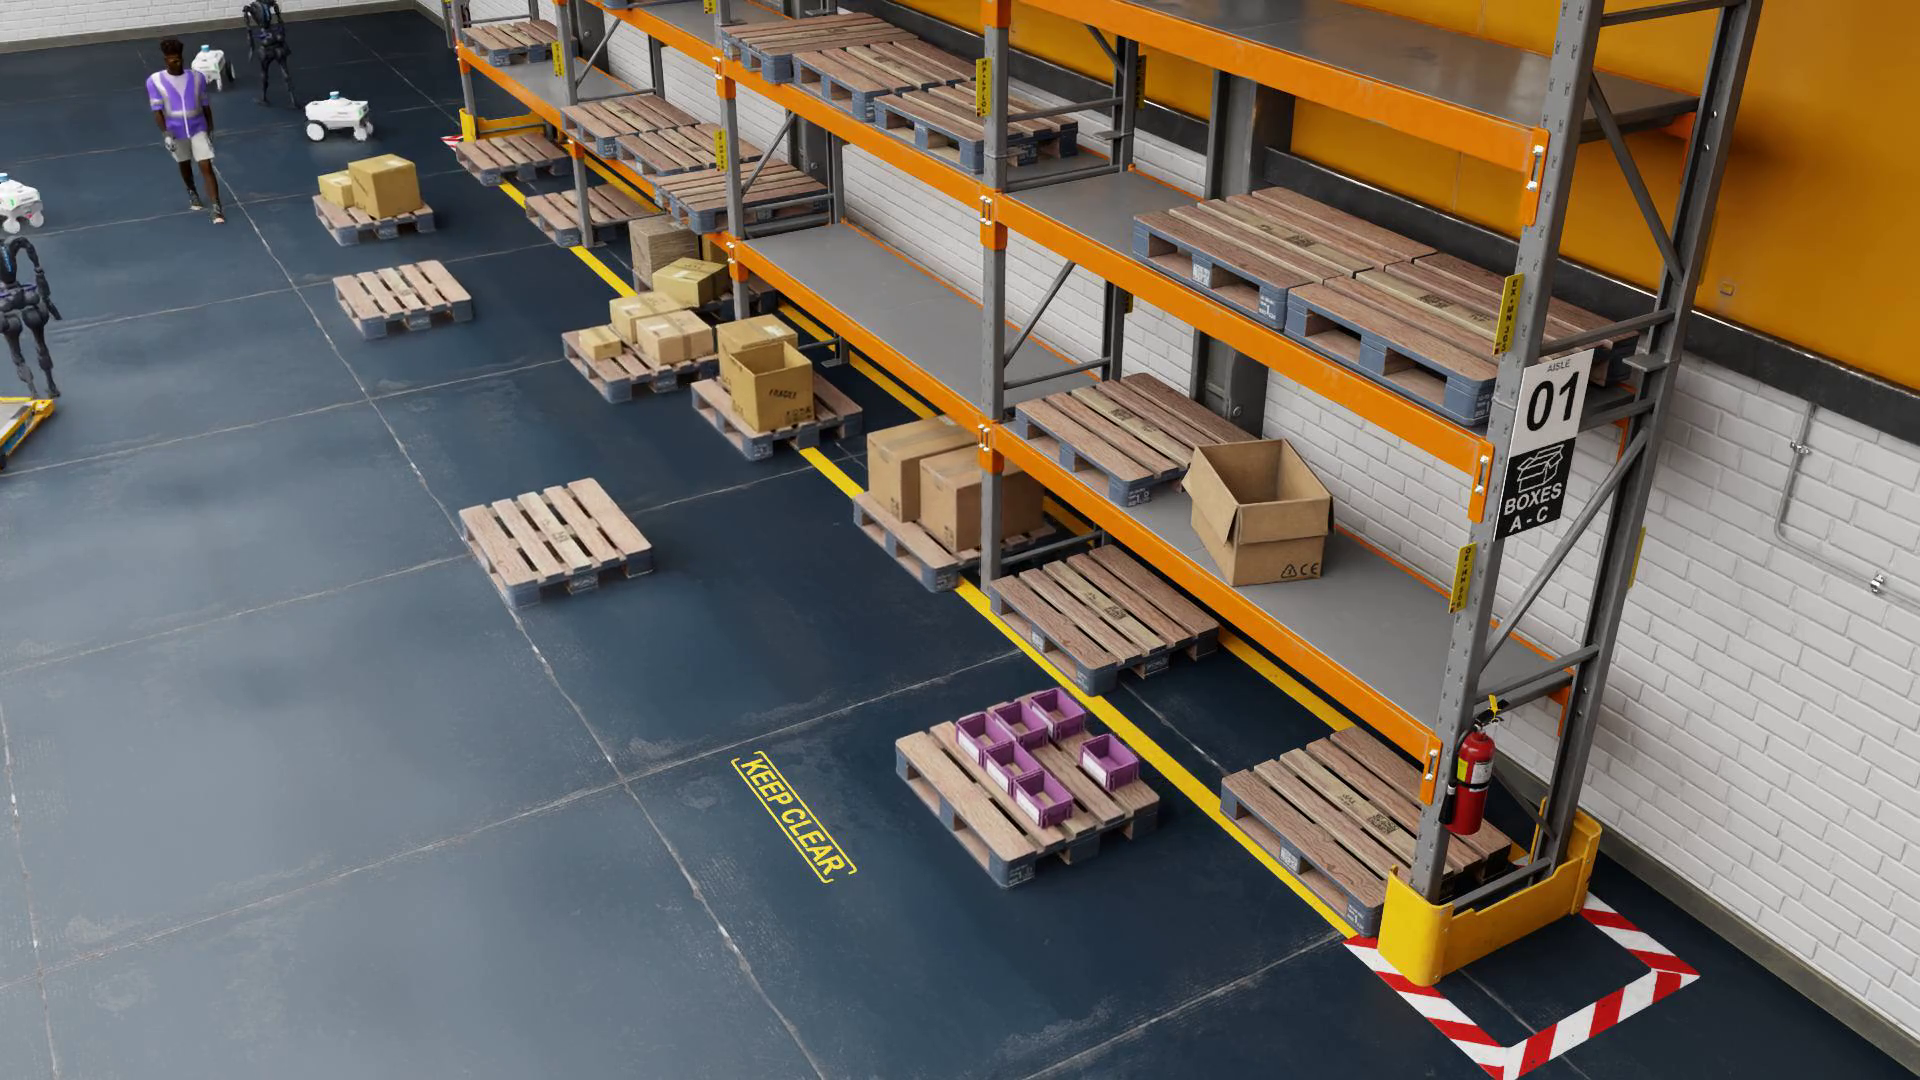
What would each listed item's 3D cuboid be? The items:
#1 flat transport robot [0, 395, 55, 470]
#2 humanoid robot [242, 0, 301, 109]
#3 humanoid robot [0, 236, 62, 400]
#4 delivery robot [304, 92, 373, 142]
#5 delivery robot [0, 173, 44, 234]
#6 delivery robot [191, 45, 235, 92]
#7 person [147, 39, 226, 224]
[{"bbox_3d":[-7.720,-0.796,13.036,0.659,0.231,1.431,-3,30,-5],"label":"flat transport robot"},{"bbox_3d":[-8.995,-6.434,21.591,0.701,1.631,0.593,17,34,28],"label":"humanoid robot"},{"bbox_3d":[-7.659,-1.871,13.538,0.434,1.663,0.613,24,37,35],"label":"humanoid robot"},{"bbox_3d":[-7.704,-5.248,20.594,0.774,0.581,0.499,-1,30,-1],"label":"delivery robot"},{"bbox_3d":[-10.126,-3.602,17.692,0.736,0.586,0.524,17,34,28],"label":"delivery robot"},{"bbox_3d":[-10.261,-6.457,22.751,0.499,0.604,0.808,-7,30,-12],"label":"delivery robot"},{"bbox_3d":[-8.224,-4.372,17.693,0.597,1.912,1.043,-16,33,-26],"label":"person"}]
